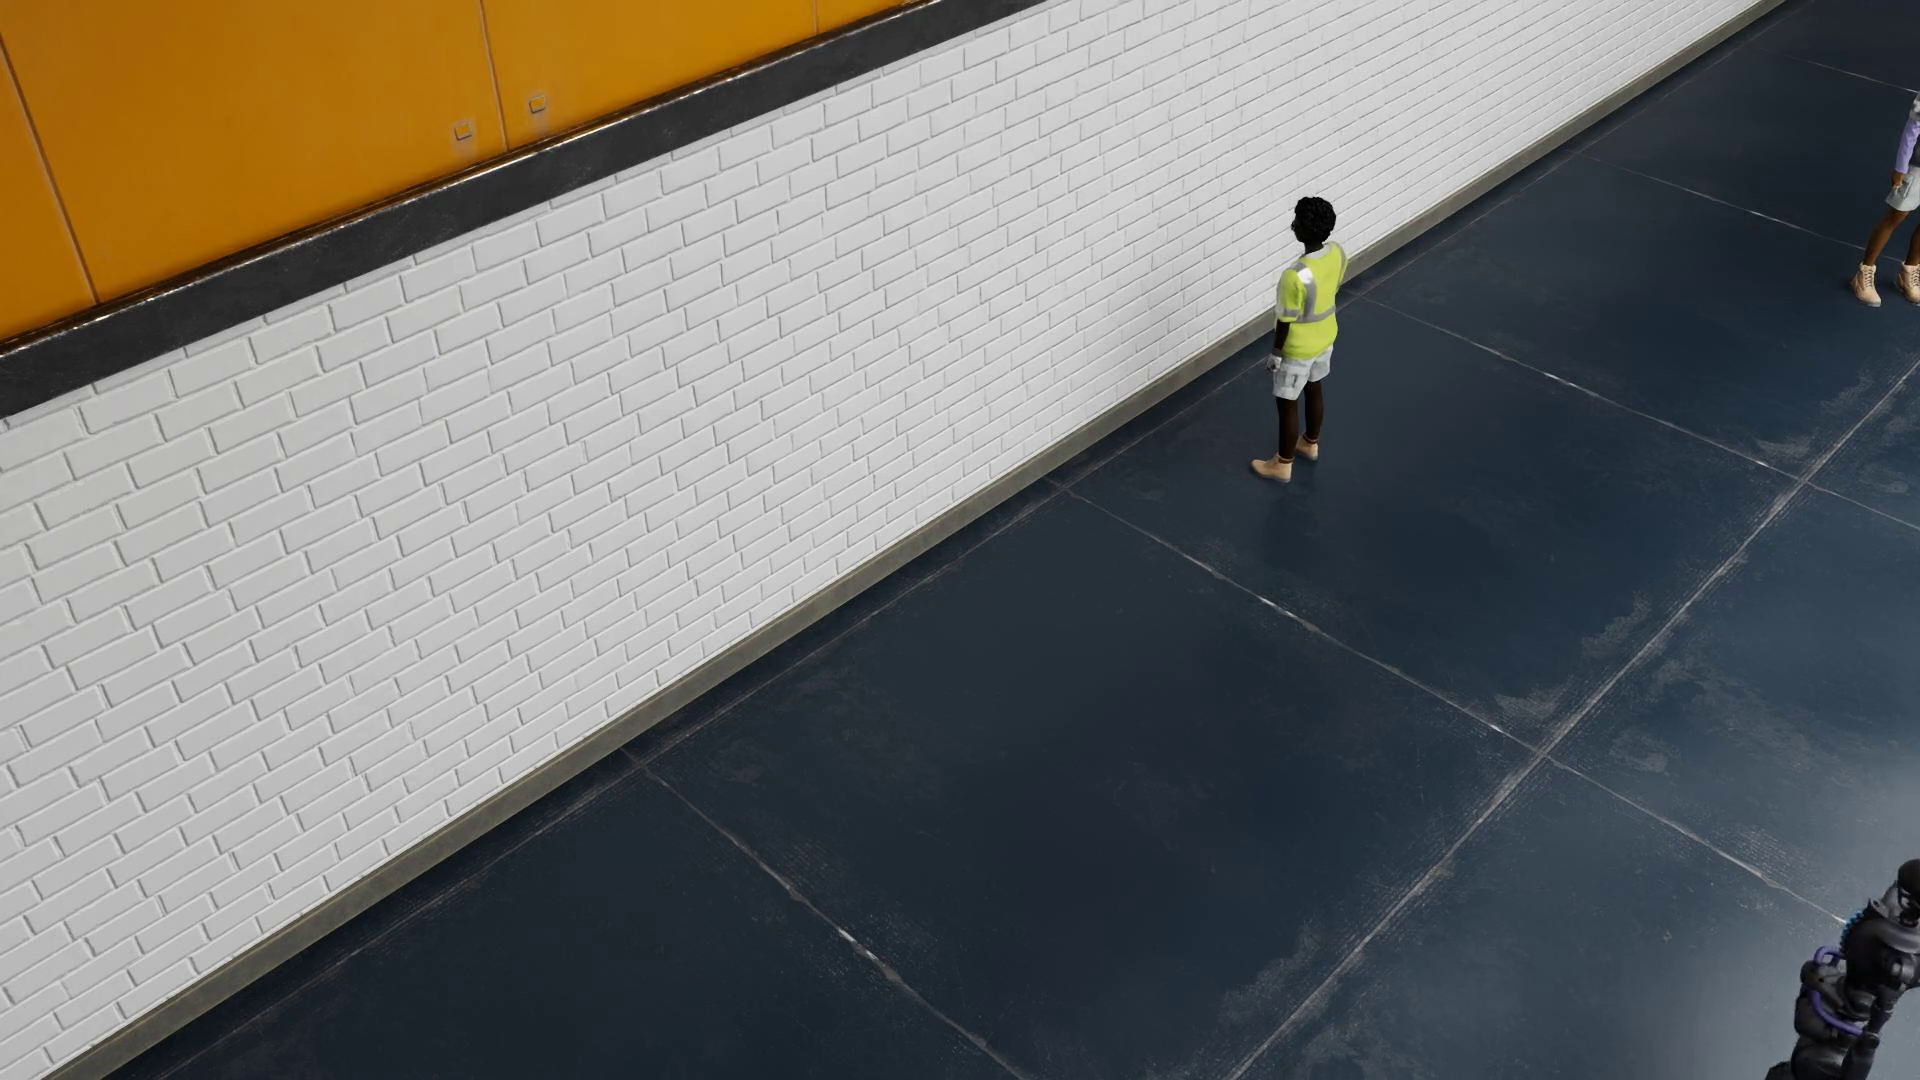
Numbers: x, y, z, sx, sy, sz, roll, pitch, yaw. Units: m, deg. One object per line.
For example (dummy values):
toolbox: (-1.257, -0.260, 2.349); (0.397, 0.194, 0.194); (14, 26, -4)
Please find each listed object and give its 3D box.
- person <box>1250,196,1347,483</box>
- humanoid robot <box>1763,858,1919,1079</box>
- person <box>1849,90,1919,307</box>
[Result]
person: (1.882, -1.099, 9.156); (0.321, 1.691, 0.531); (29, 47, 31)
humanoid robot: (3.006, 1.659, 5.722); (0.378, 1.637, 0.609); (15, 41, 18)
person: (6.223, -2.398, 10.513); (0.601, 2.034, 0.413); (-1, 39, -1)
